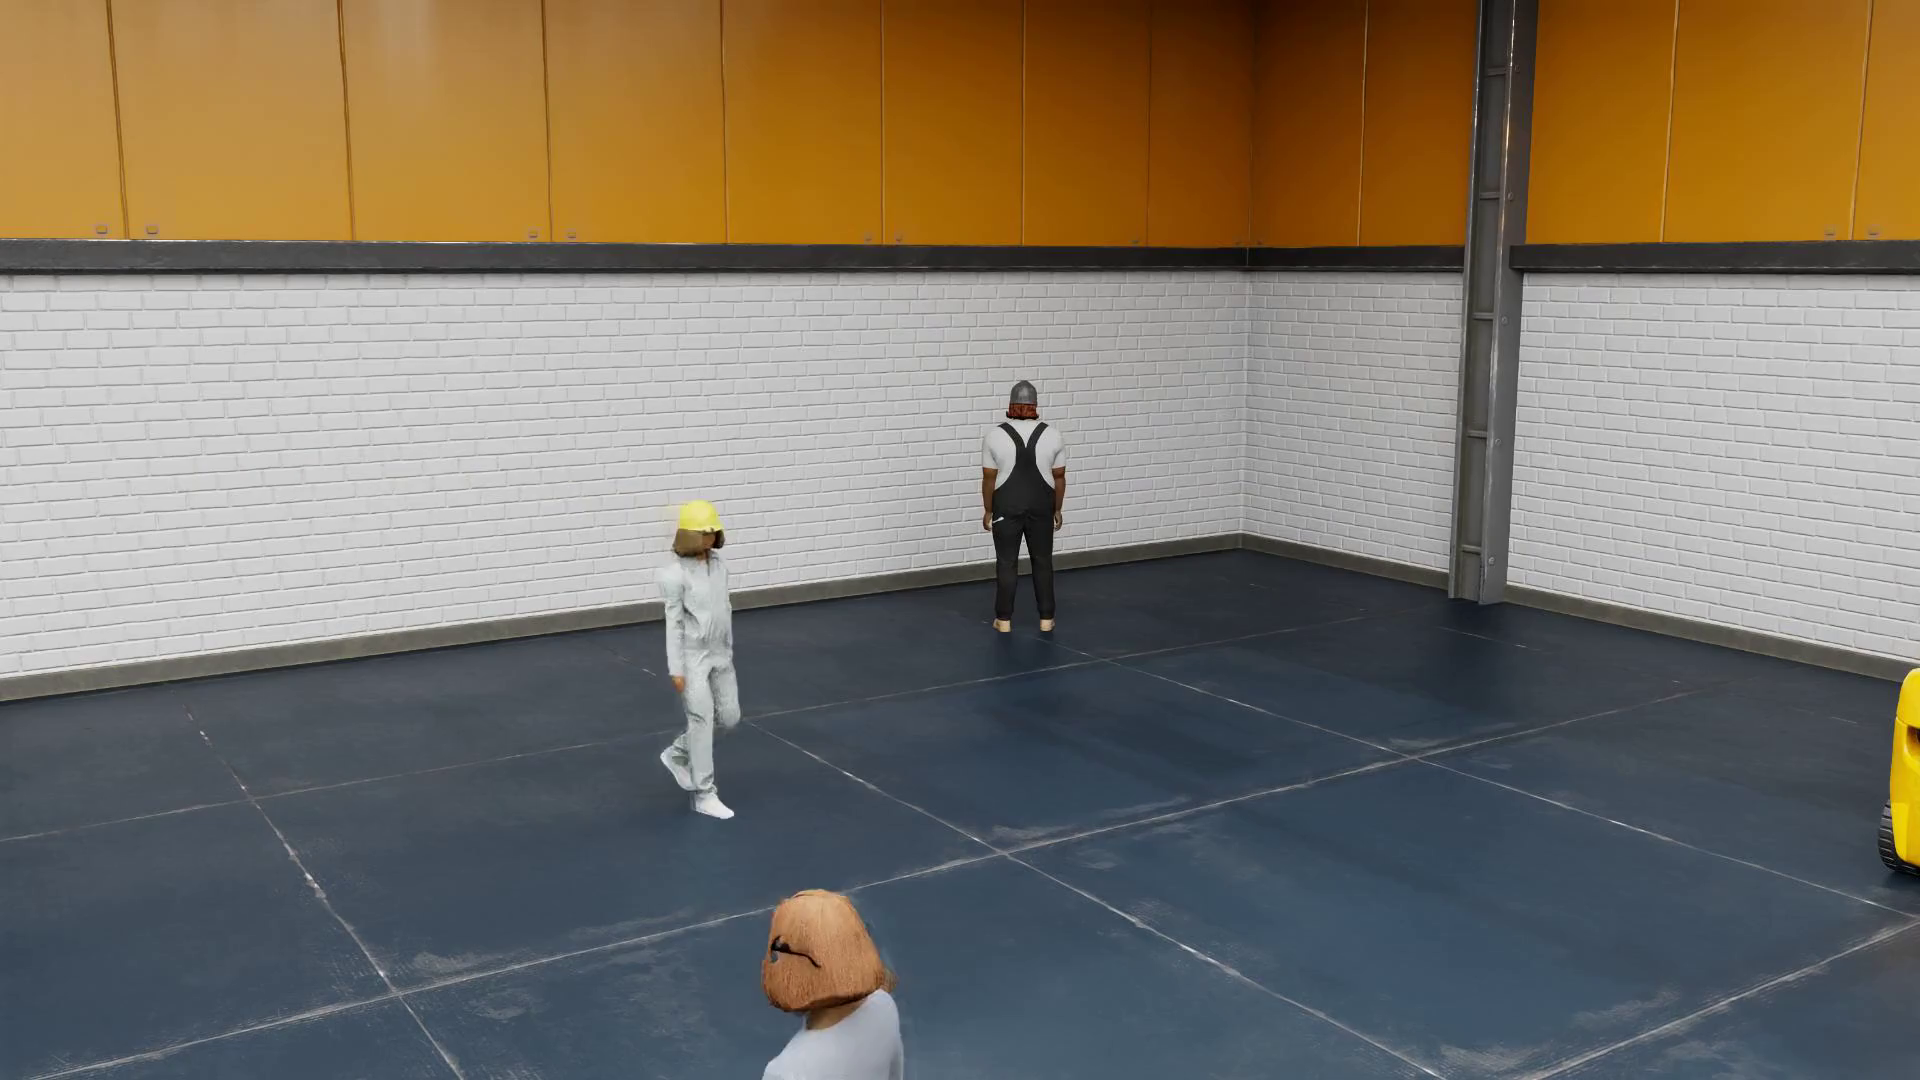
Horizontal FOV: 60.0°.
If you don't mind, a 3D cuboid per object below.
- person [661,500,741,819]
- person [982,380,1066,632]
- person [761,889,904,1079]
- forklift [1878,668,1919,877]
[{"bbox_3d":[-1.428,0.627,8.968,0.485,1.725,0.496,6,11,30],"label":"person"},{"bbox_3d":[0.501,-0.278,13.480,0.686,2.000,0.535,-1,9,-5],"label":"person"},{"bbox_3d":[-0.224,1.566,3.688,0.713,1.610,0.504,5,10,26],"label":"person"},{"bbox_3d":[5.511,0.571,7.906,2.313,2.155,1.214,-6,11,-33],"label":"forklift"}]
